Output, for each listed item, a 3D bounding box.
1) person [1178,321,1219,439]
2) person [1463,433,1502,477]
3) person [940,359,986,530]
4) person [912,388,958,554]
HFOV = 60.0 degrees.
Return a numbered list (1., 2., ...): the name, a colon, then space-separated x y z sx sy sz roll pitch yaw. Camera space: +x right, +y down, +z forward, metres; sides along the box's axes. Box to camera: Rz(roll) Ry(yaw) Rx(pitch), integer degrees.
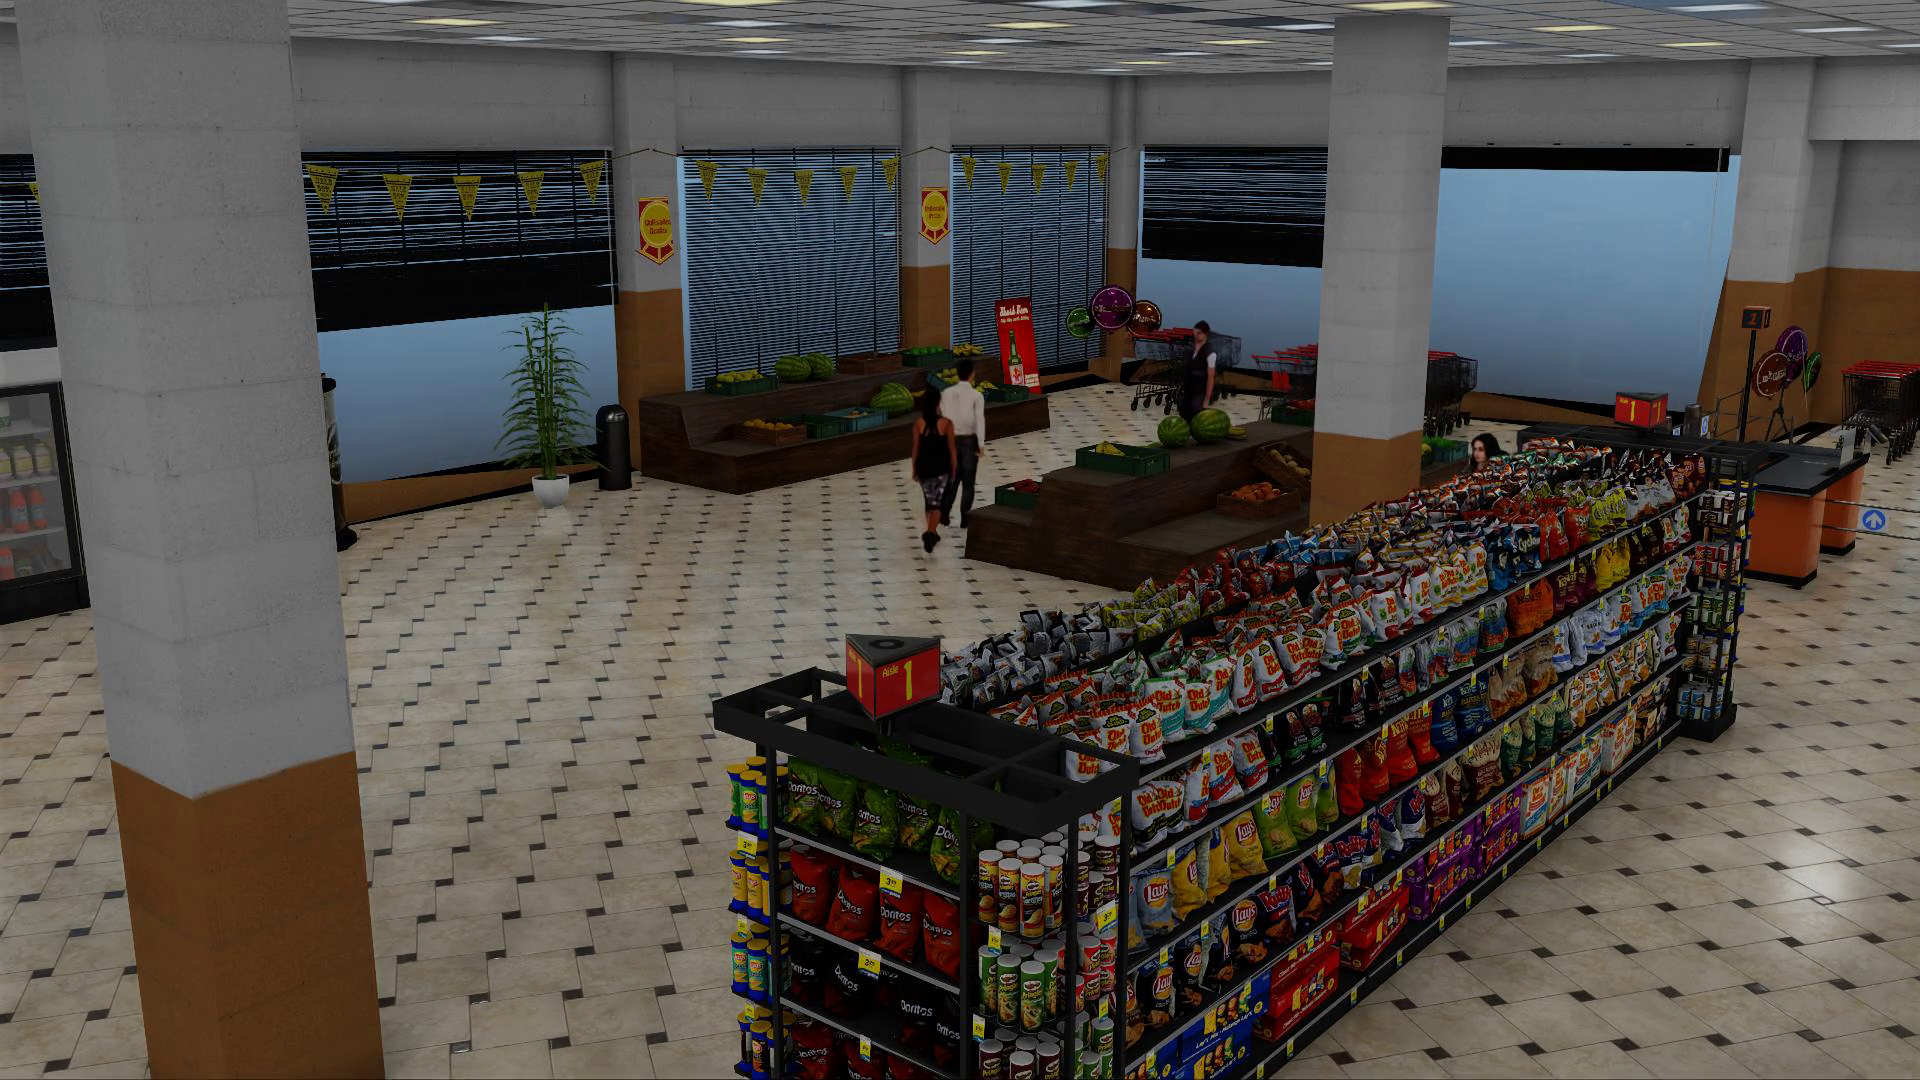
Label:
1. person: 3.029 -1.807 20.679 0.768 1.835 0.763 -9 16 -32
2. person: 4.210 0.014 13.332 0.772 1.760 0.724 -7 15 -26
3. person: -0.018 -0.972 17.314 0.802 1.800 0.959 6 15 24
4. person: -0.279 -0.666 16.403 0.893 1.633 1.134 3 14 14
